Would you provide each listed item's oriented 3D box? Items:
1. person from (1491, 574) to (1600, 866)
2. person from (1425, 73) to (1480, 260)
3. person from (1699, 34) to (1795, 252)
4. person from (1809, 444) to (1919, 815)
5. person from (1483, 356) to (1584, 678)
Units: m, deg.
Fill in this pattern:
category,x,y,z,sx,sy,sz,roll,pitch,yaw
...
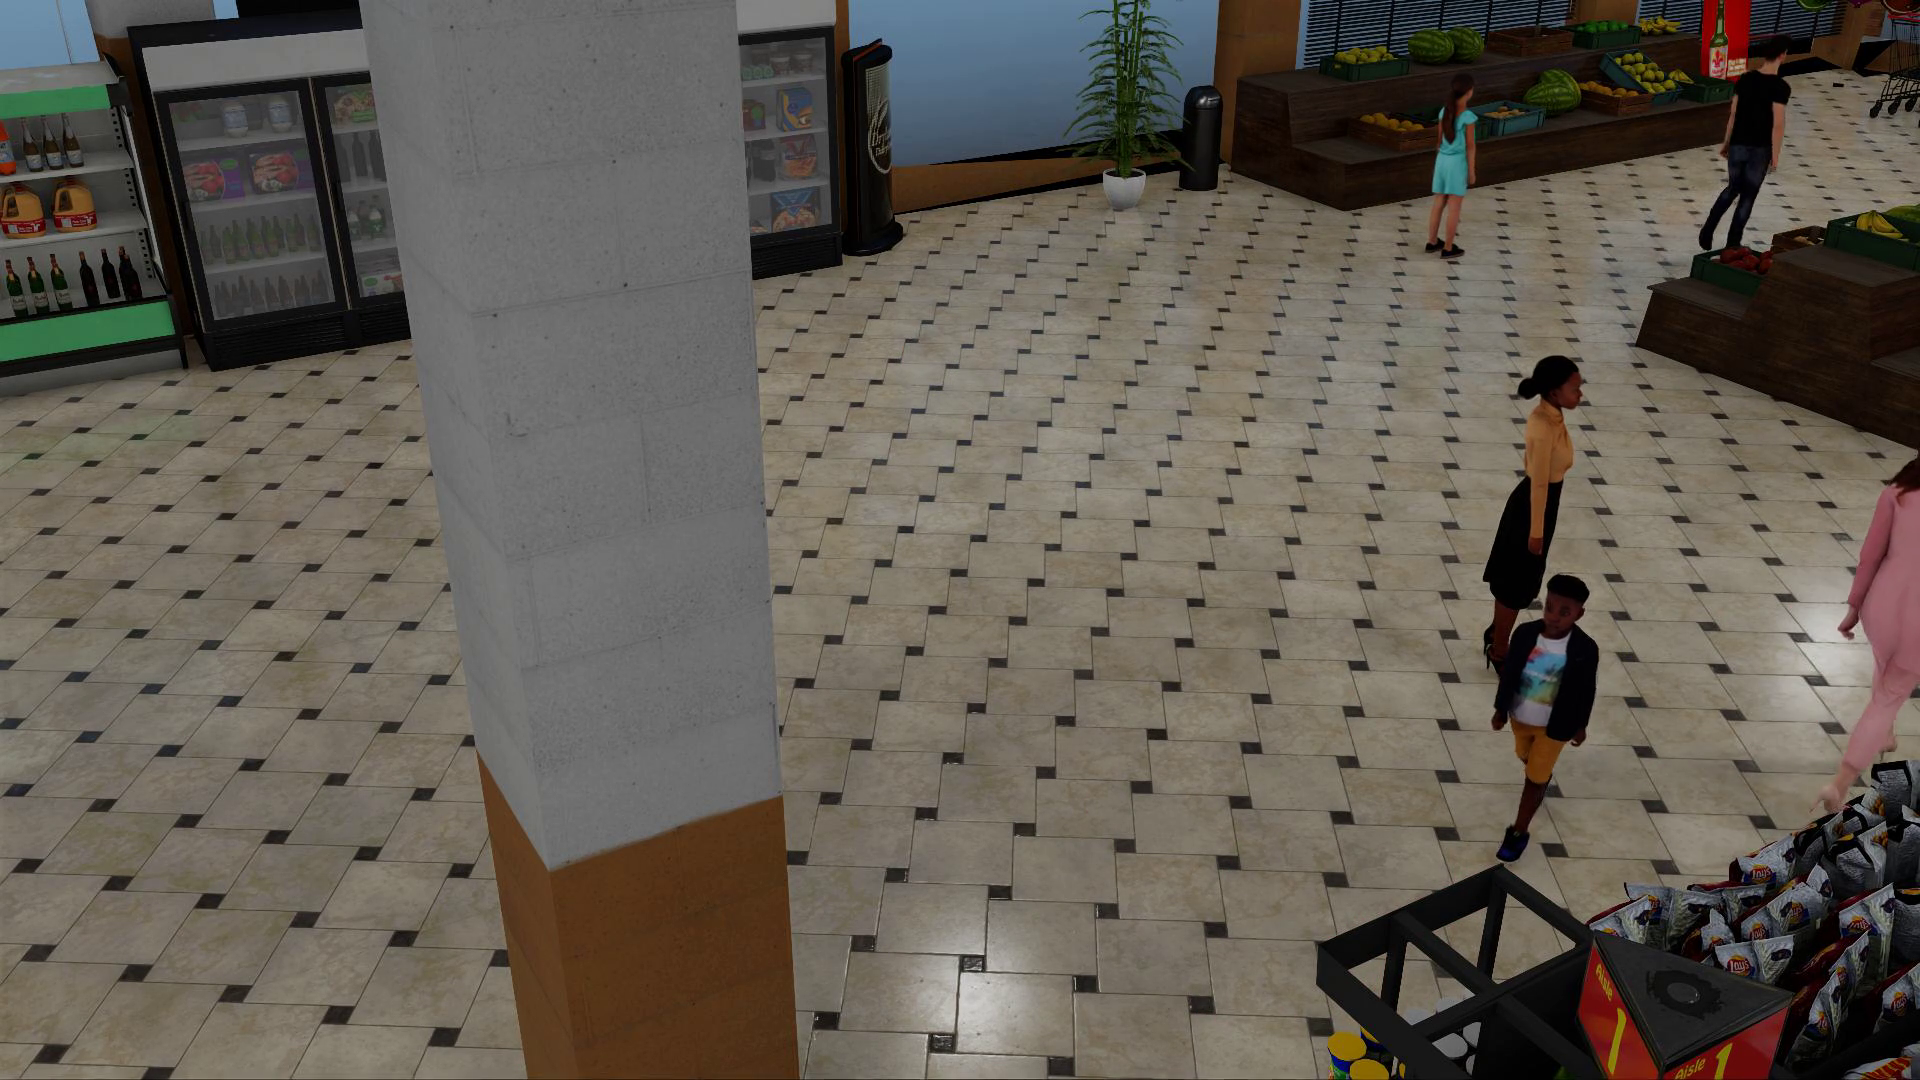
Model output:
category,x,y,z,sx,sy,sz,roll,pitch,yaw
person,2.448,0.683,6.933,0.734,1.256,0.939,19,33,33
person,4.228,-3.220,14.293,0.540,1.559,0.544,-15,31,-27
person,6.634,-3.300,14.090,0.827,1.886,0.702,-16,31,-29
person,3.918,0.393,6.964,1.220,1.745,0.848,-23,35,-38
person,2.762,-0.105,8.046,0.731,1.654,0.667,8,28,15
